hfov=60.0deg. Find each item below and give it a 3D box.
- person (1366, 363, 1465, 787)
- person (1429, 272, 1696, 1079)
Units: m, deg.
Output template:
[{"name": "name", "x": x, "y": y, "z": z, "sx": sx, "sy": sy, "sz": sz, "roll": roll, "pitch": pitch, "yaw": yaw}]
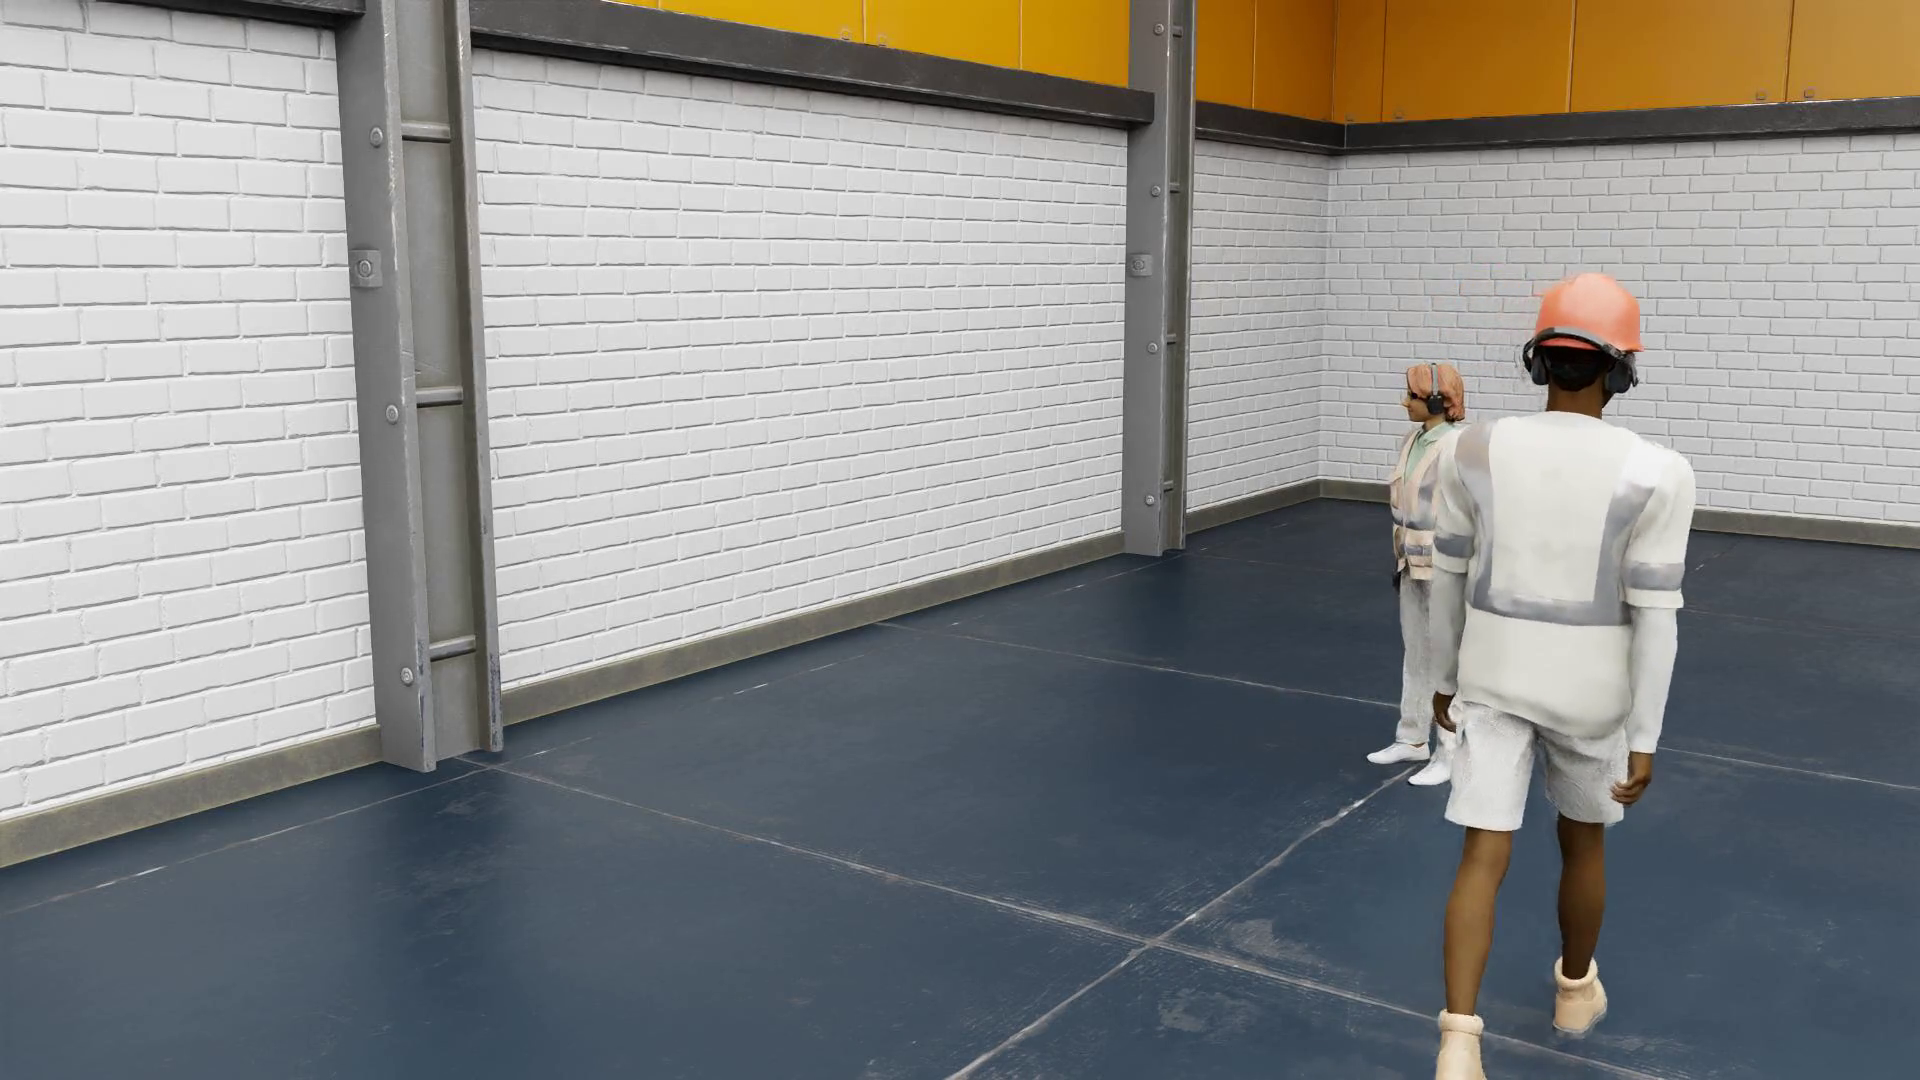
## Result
[{"name": "person", "x": 1.830, "y": 0.133, "z": 6.452, "sx": 0.315, "sy": 1.636, "sz": 0.514, "roll": -2, "pitch": 10, "yaw": -13}, {"name": "person", "x": 1.401, "y": 0.362, "z": 4.011, "sx": 0.615, "sy": 2.003, "sz": 1.015, "roll": 6, "pitch": 11, "yaw": 30}]
